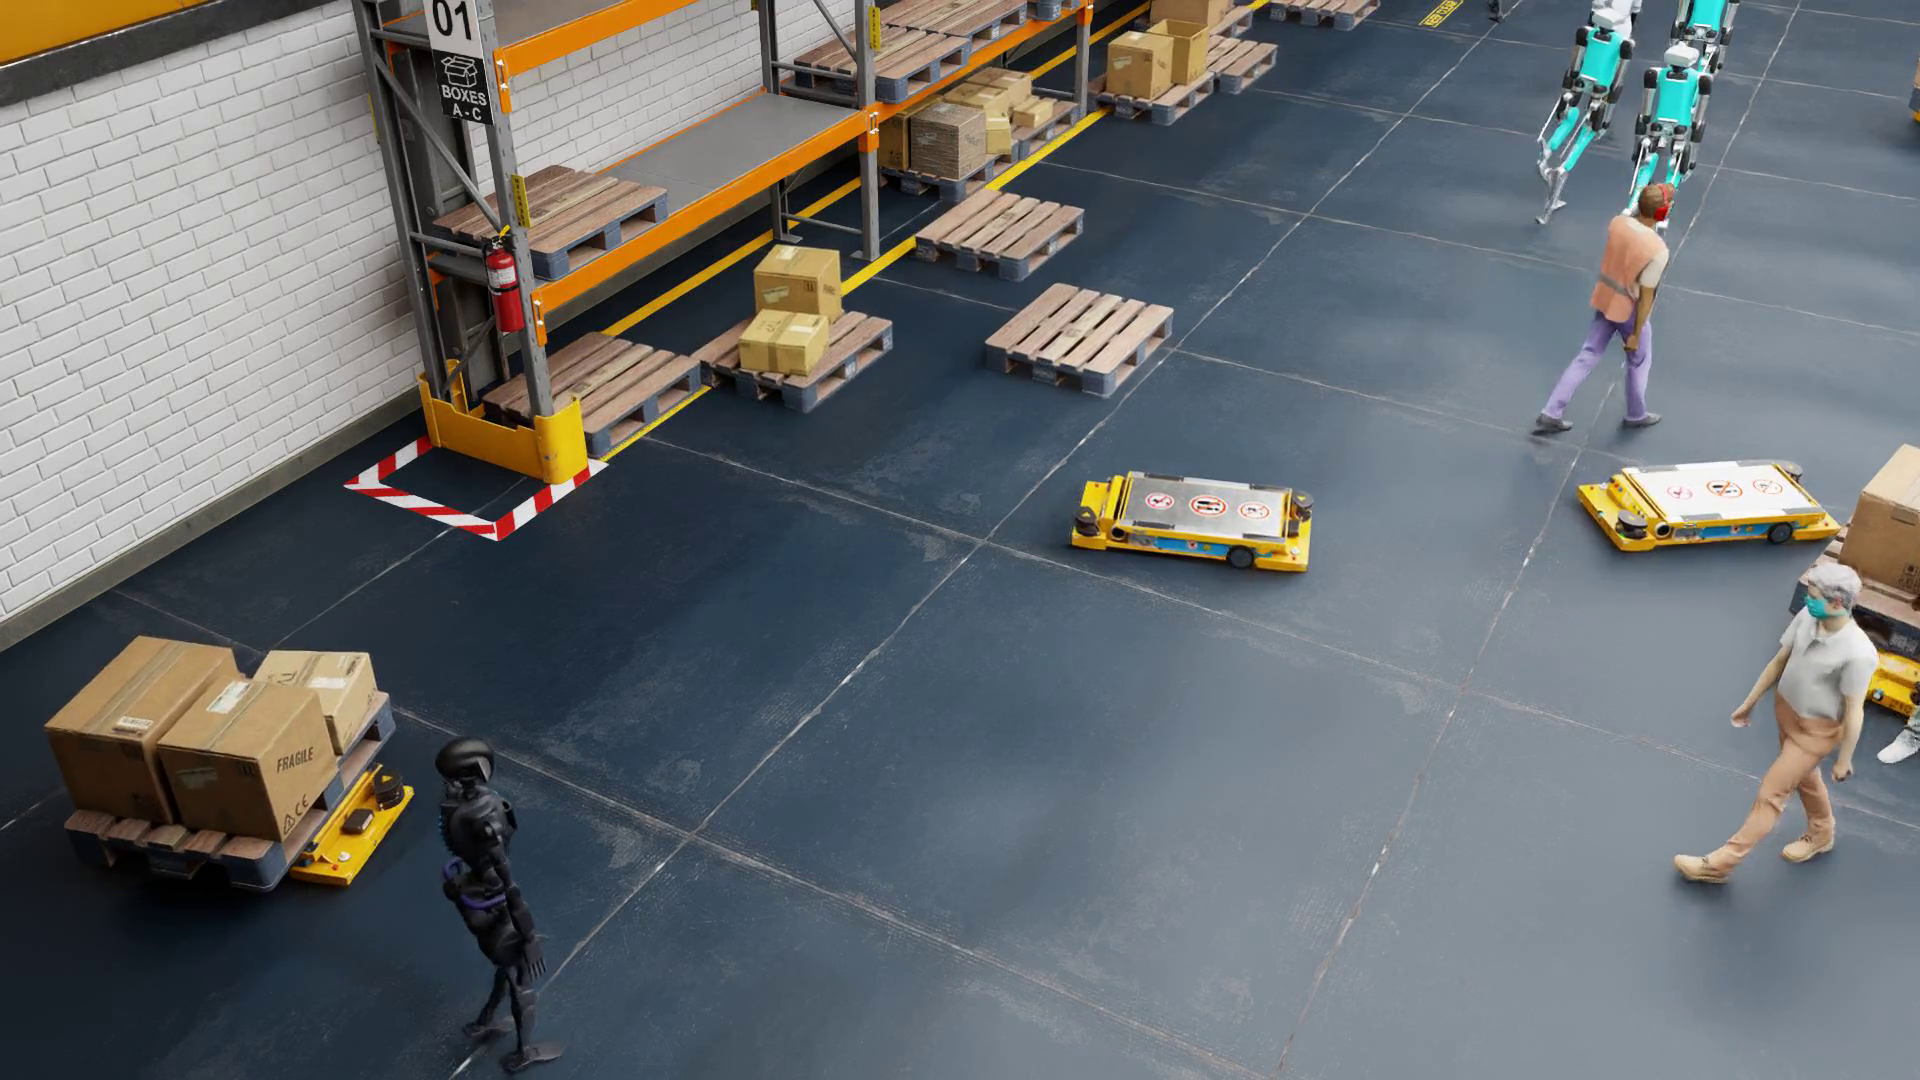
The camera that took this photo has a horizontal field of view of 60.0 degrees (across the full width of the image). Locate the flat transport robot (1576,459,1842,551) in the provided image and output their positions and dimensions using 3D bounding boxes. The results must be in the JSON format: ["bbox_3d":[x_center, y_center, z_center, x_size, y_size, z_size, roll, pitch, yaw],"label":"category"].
[{"bbox_3d":[4.716,-0.220,10.481,1.431,0.231,0.659,-4,34,-6],"label":"flat transport robot"}]

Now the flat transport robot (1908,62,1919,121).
[{"bbox_3d":[10.015,-3.966,16.148,0.659,0.231,1.431,-5,34,-7],"label":"flat transport robot"}]

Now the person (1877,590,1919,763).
[{"bbox_3d":[5.157,0.321,8.371,0.853,1.705,0.484,-12,35,-18],"label":"person"}]

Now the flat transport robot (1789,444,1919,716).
[{"bbox_3d":[5.413,0.522,9.358,0.659,0.231,1.431,27,42,34],"label":"flat transport robot"}]

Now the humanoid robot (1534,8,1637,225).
[{"bbox_3d":[5.231,-3.543,14.270,0.787,1.896,0.545,-25,41,-33],"label":"humanoid robot"}]

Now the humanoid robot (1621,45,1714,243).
[{"bbox_3d":[5.537,-2.966,13.351,0.574,1.811,0.915,23,40,30],"label":"humanoid robot"}]

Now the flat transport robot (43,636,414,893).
[{"bbox_3d":[-3.503,1.311,8.164,1.431,0.231,0.659,7,34,10],"label":"flat transport robot"}]

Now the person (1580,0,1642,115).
[{"bbox_3d":[6.407,-4.997,16.424,0.541,1.679,0.400,-7,34,-10],"label":"person"}]

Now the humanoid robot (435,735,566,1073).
[{"bbox_3d":[-1.870,1.458,6.668,0.349,1.647,0.600,-23,40,-30],"label":"humanoid robot"}]

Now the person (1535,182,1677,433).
[{"bbox_3d":[4.401,-1.523,11.060,0.927,1.806,0.565,-12,35,-17],"label":"person"}]

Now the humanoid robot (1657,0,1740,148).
[{"bbox_3d":[6.812,-4.456,15.468,0.531,1.695,0.743,17,37,24],"label":"humanoid robot"}]

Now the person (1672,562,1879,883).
[{"bbox_3d":[3.841,0.851,7.580,0.888,1.687,0.496,-4,34,-6],"label":"person"}]

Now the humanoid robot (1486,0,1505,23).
[{"bbox_3d":[6.323,-6.934,19.380,0.603,1.632,0.665,-10,35,-15],"label":"humanoid robot"}]

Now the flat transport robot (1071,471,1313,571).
[{"bbox_3d":[1.451,-0.125,10.336,1.431,0.231,0.659,7,34,10],"label":"flat transport robot"}]

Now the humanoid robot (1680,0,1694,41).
[{"bbox_3d":[8.437,-6.500,18.715,0.654,1.638,0.595,-28,43,-35],"label":"humanoid robot"}]
